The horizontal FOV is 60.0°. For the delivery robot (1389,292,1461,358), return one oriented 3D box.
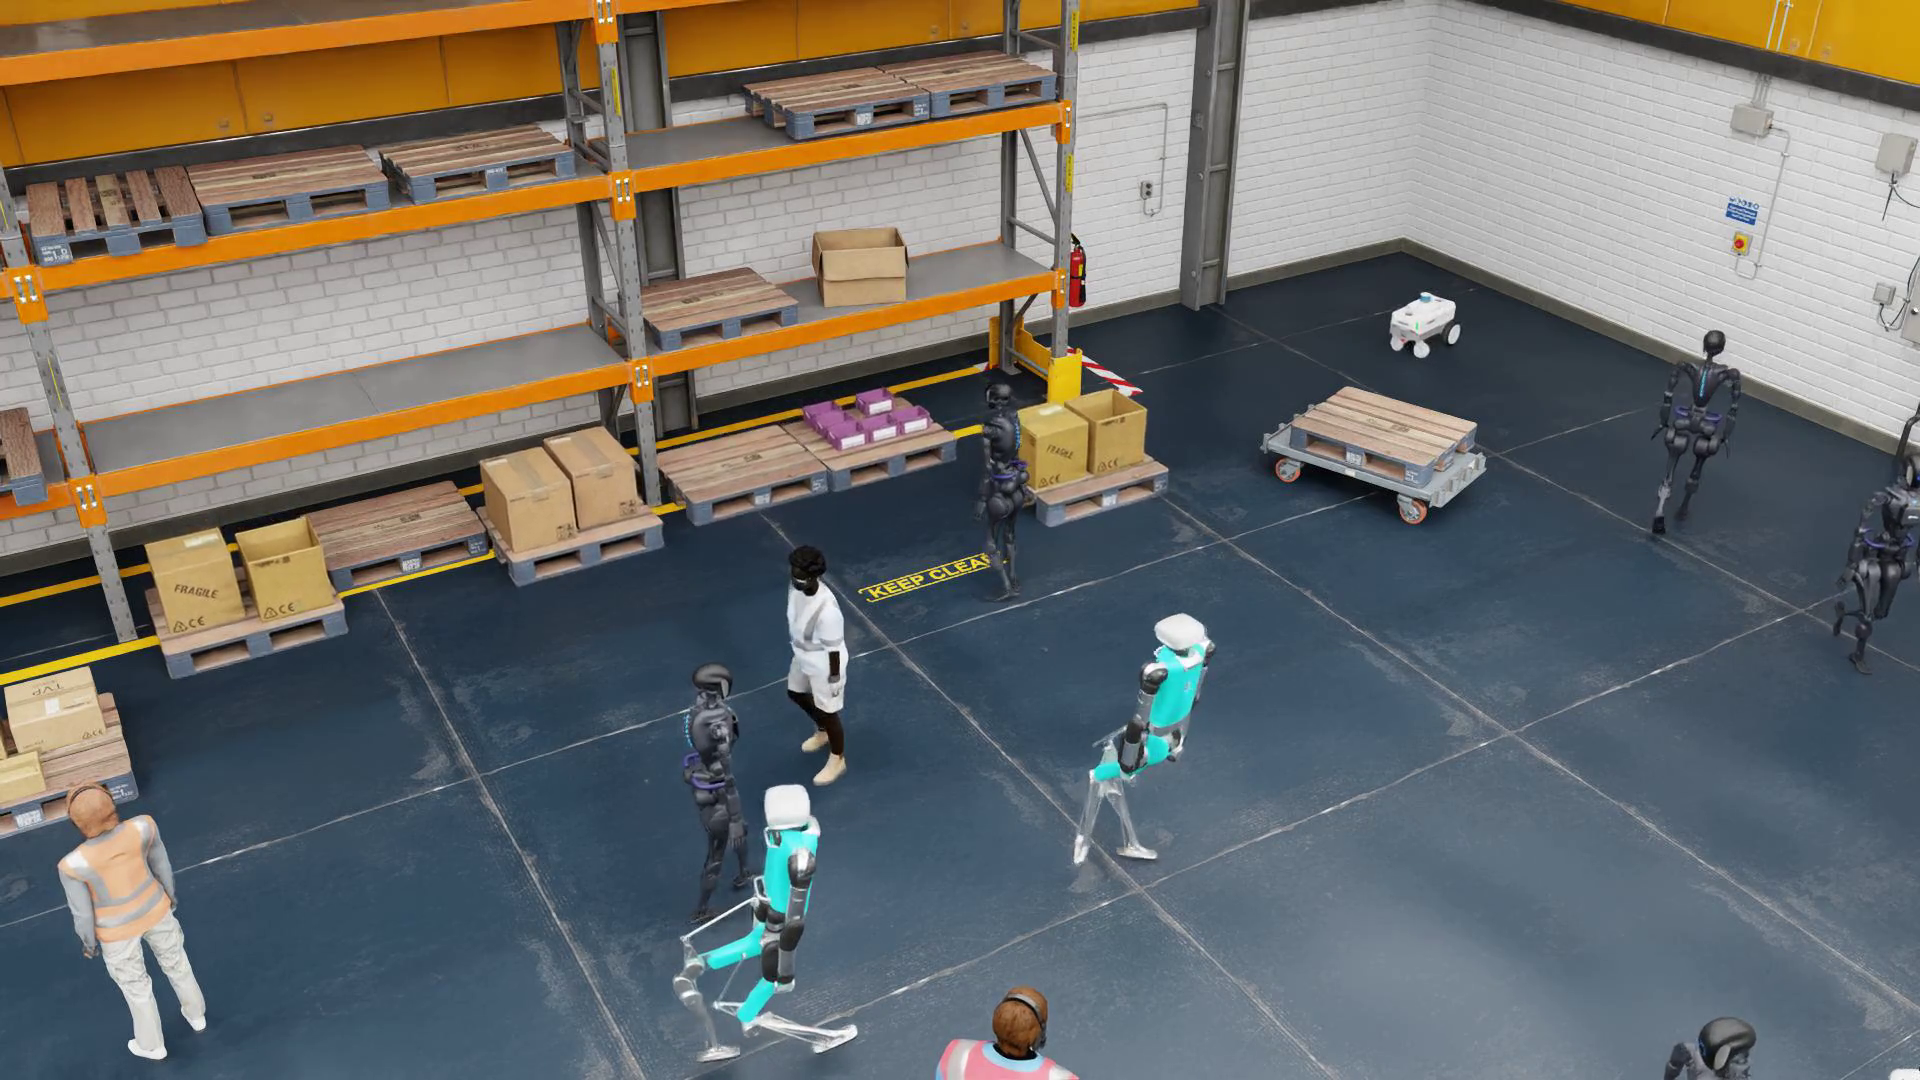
[{"bbox_3d":[4.616,-2.164,16.534,0.785,0.614,0.504,-25,38,-36],"label":"delivery robot"}]

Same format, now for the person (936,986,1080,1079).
[{"bbox_3d":[0.216,2.566,6.851,0.628,1.835,0.431,10,31,18],"label":"person"}]

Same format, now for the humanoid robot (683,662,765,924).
[{"bbox_3d":[-1.289,1.366,9.138,0.613,1.637,0.616,-13,32,-21],"label":"humanoid robot"}]

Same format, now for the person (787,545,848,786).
[{"bbox_3d":[-0.861,0.743,10.210,0.360,1.686,0.552,-18,34,-28],"label":"person"}]

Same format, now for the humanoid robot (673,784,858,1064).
[{"bbox_3d":[-1.046,1.958,8.030,1.055,1.723,0.544,-8,30,-13],"label":"humanoid robot"}]

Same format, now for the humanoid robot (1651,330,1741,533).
[{"bbox_3d":[5.752,-0.840,13.059,0.601,1.635,0.695,16,33,26],"label":"humanoid robot"}]

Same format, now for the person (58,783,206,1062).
[{"bbox_3d":[-4.102,1.888,8.238,0.309,1.639,0.514,19,35,30],"label":"person"}]

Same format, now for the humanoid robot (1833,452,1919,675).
[{"bbox_3d":[6.302,0.086,11.411,0.593,1.627,0.610,-2,30,-4],"label":"humanoid robot"}]

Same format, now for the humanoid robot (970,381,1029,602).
[{"bbox_3d":[0.346,-0.362,12.182,0.428,1.638,0.610,14,32,24],"label":"humanoid robot"}]

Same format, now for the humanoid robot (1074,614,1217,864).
[{"bbox_3d":[0.951,1.116,9.509,0.599,1.772,0.864,-24,37,-36],"label":"humanoid robot"}]

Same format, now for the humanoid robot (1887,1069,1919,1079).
[{"bbox_3d":[3.587,2.905,6.369,0.542,1.777,0.913,-2,30,-4],"label":"humanoid robot"}]

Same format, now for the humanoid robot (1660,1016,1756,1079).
[{"bbox_3d":[3.054,2.646,6.896,0.594,1.649,0.611,-10,31,-17],"label":"humanoid robot"}]
